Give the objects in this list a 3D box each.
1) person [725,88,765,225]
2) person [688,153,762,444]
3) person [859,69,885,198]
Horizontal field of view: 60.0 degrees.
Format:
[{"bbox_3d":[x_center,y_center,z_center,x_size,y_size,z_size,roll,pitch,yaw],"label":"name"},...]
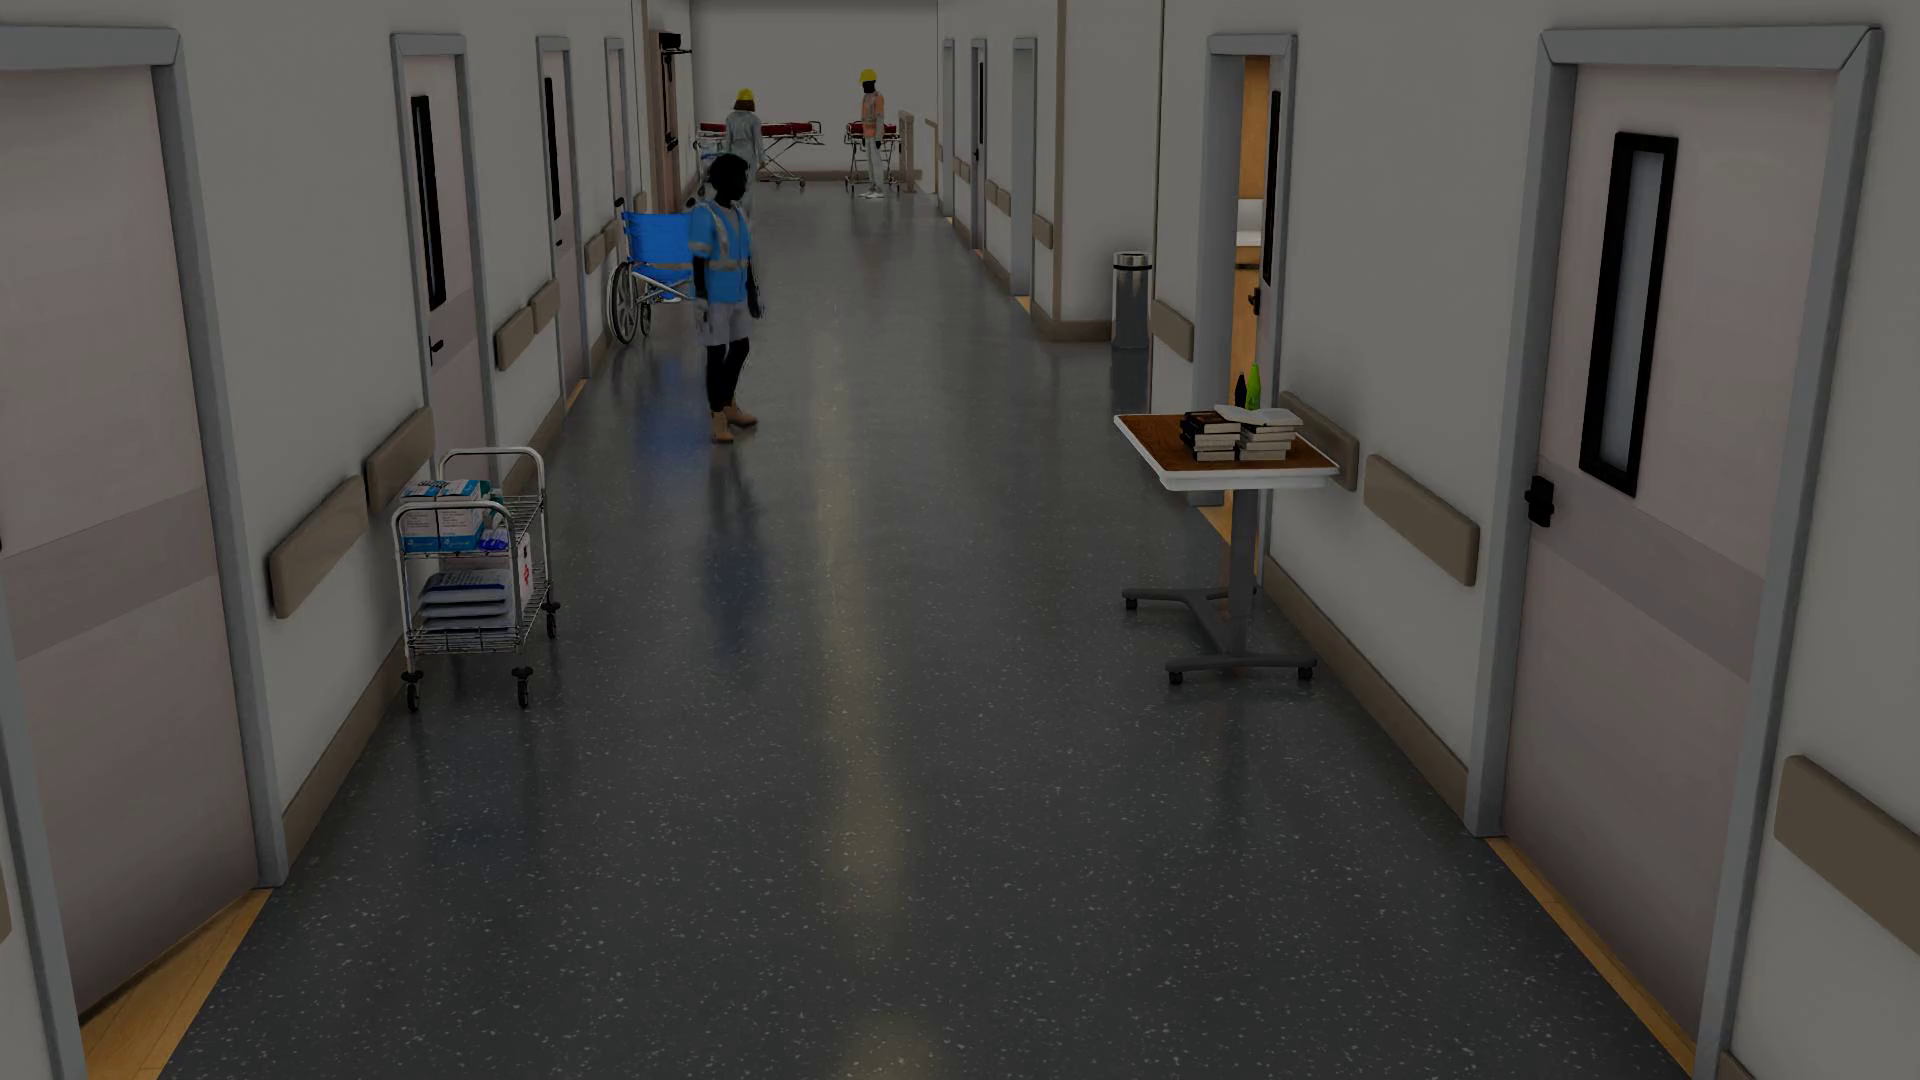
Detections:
[{"bbox_3d":[-2.759,-4.966,21.586,0.517,1.723,0.572,6,18,20],"label":"person"},{"bbox_3d":[-1.416,-1.432,9.865,0.350,1.677,0.606,8,18,25],"label":"person"},{"bbox_3d":[-1.347,-6.164,25.264,0.395,1.918,0.586,-8,18,-24],"label":"person"}]
